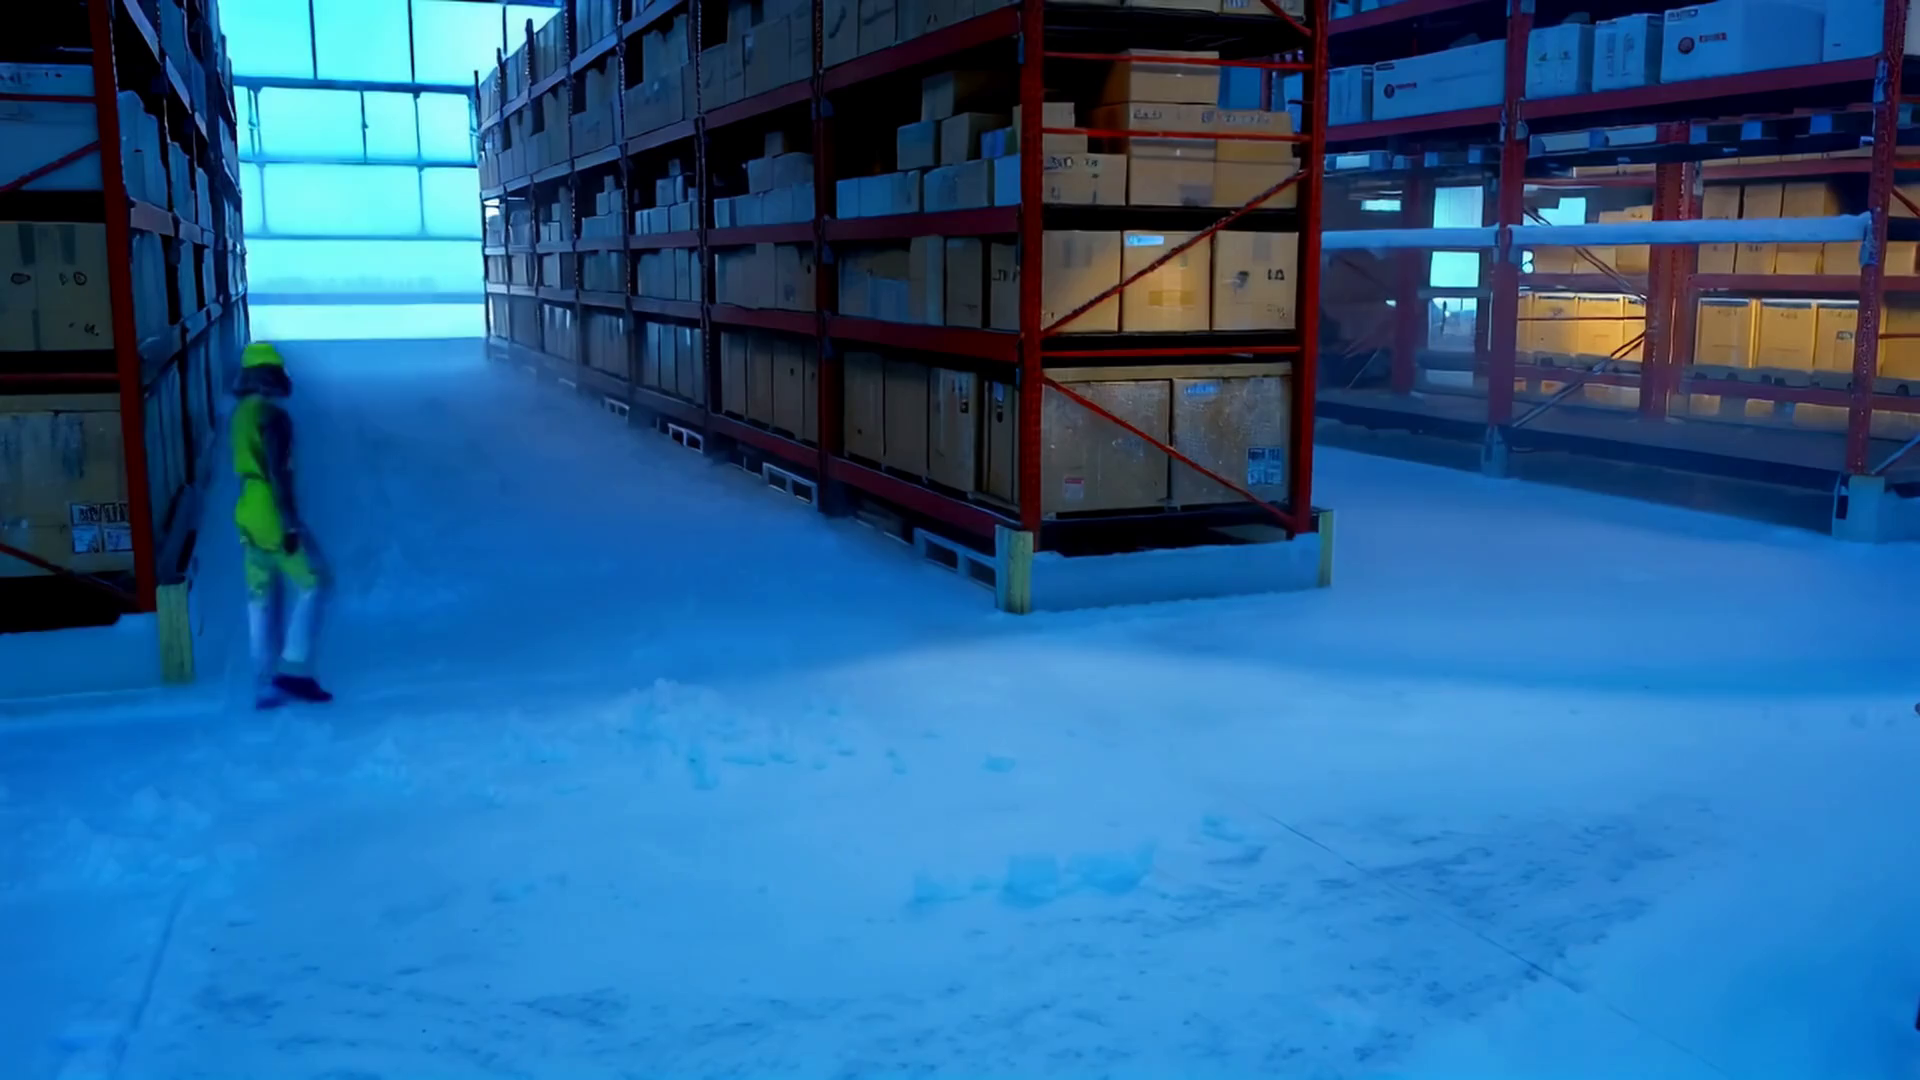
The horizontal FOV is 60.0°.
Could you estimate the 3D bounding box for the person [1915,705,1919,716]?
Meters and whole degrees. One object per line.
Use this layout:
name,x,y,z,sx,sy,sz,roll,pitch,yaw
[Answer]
person,4.611,-0.097,7.387,0.645,1.899,0.396,0,9,3

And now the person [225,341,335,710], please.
person,-3.203,-0.067,7.756,0.527,1.707,0.417,7,11,34
